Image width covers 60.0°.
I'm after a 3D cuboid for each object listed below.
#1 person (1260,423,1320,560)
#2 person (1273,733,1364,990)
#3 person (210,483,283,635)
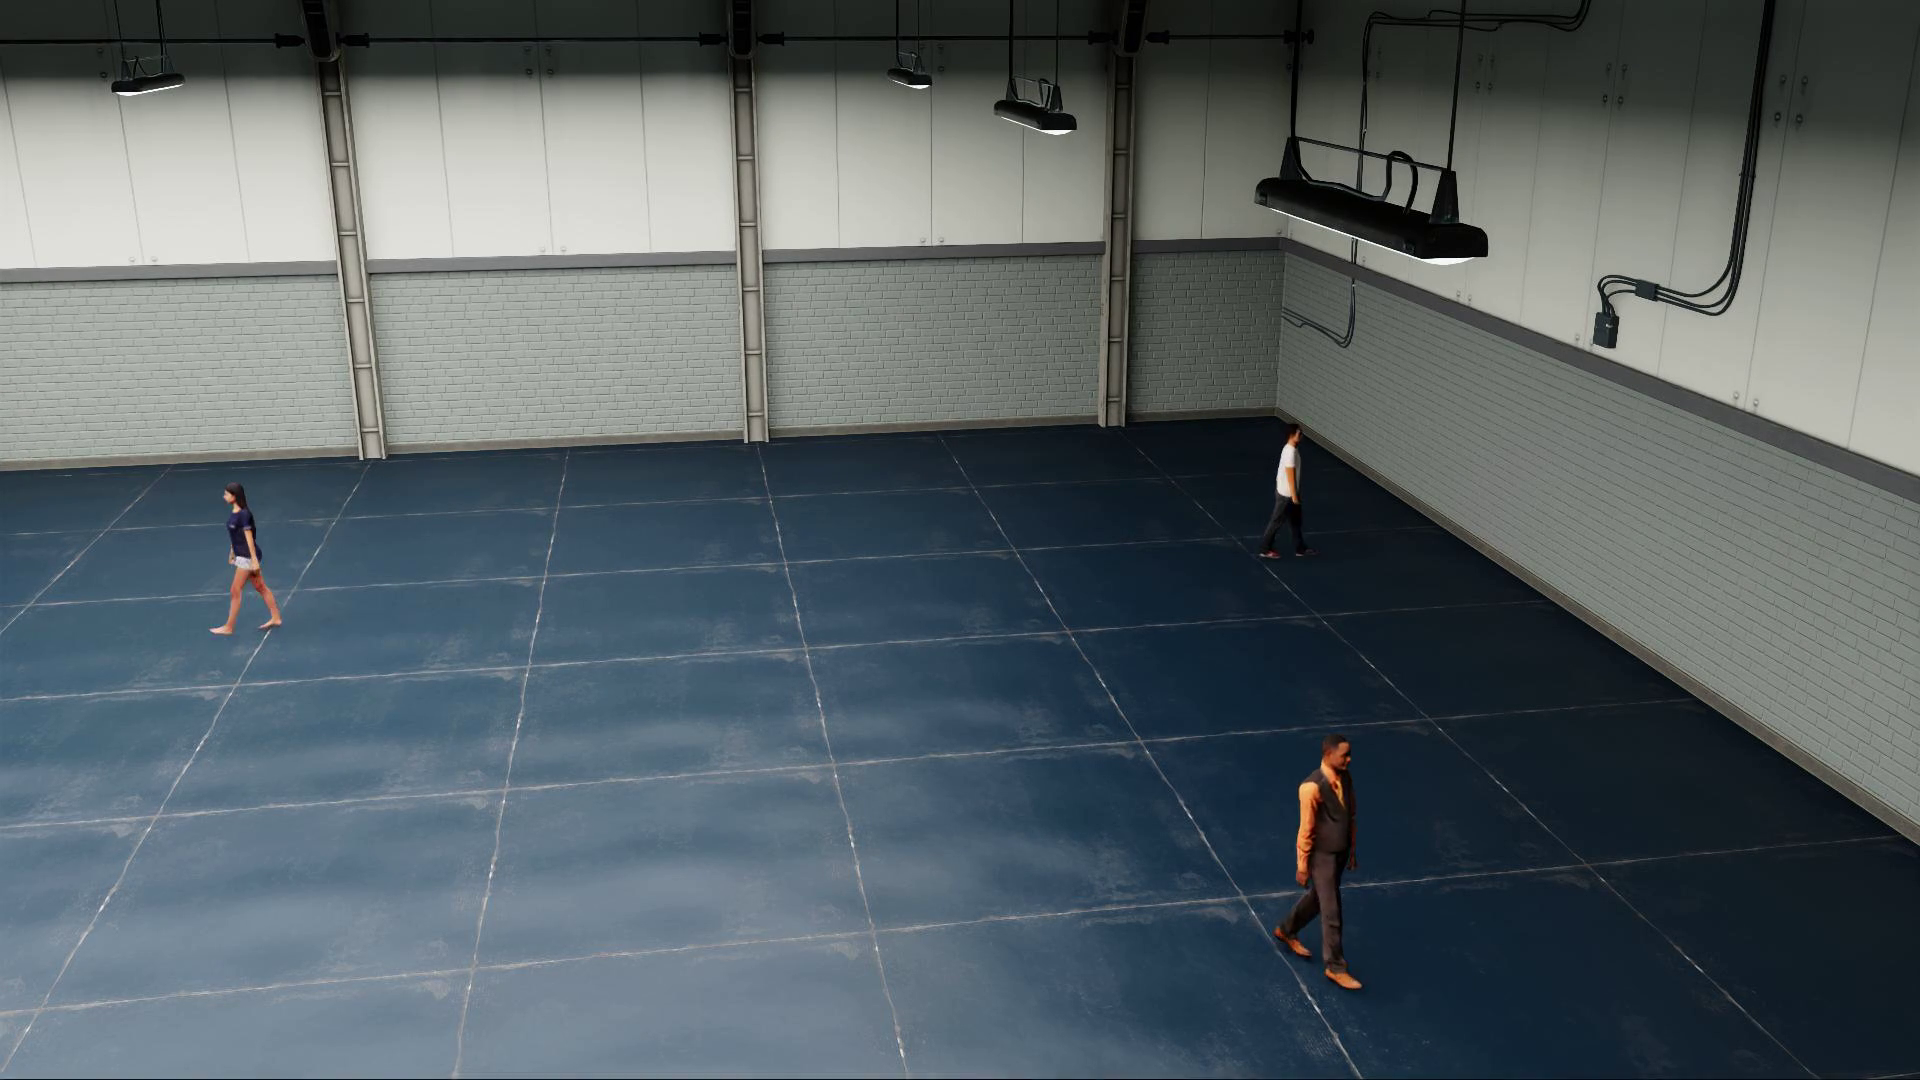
[{"bbox_3d":[4.076,-0.611,21.208,1.080,1.775,0.916,5,19,15],"label":"person"},{"bbox_3d":[2.607,2.274,12.171,1.155,1.883,1.132,-17,24,-42],"label":"person"},{"bbox_3d":[-7.942,0.203,18.775,1.073,1.734,0.828,-10,21,-28],"label":"person"}]
